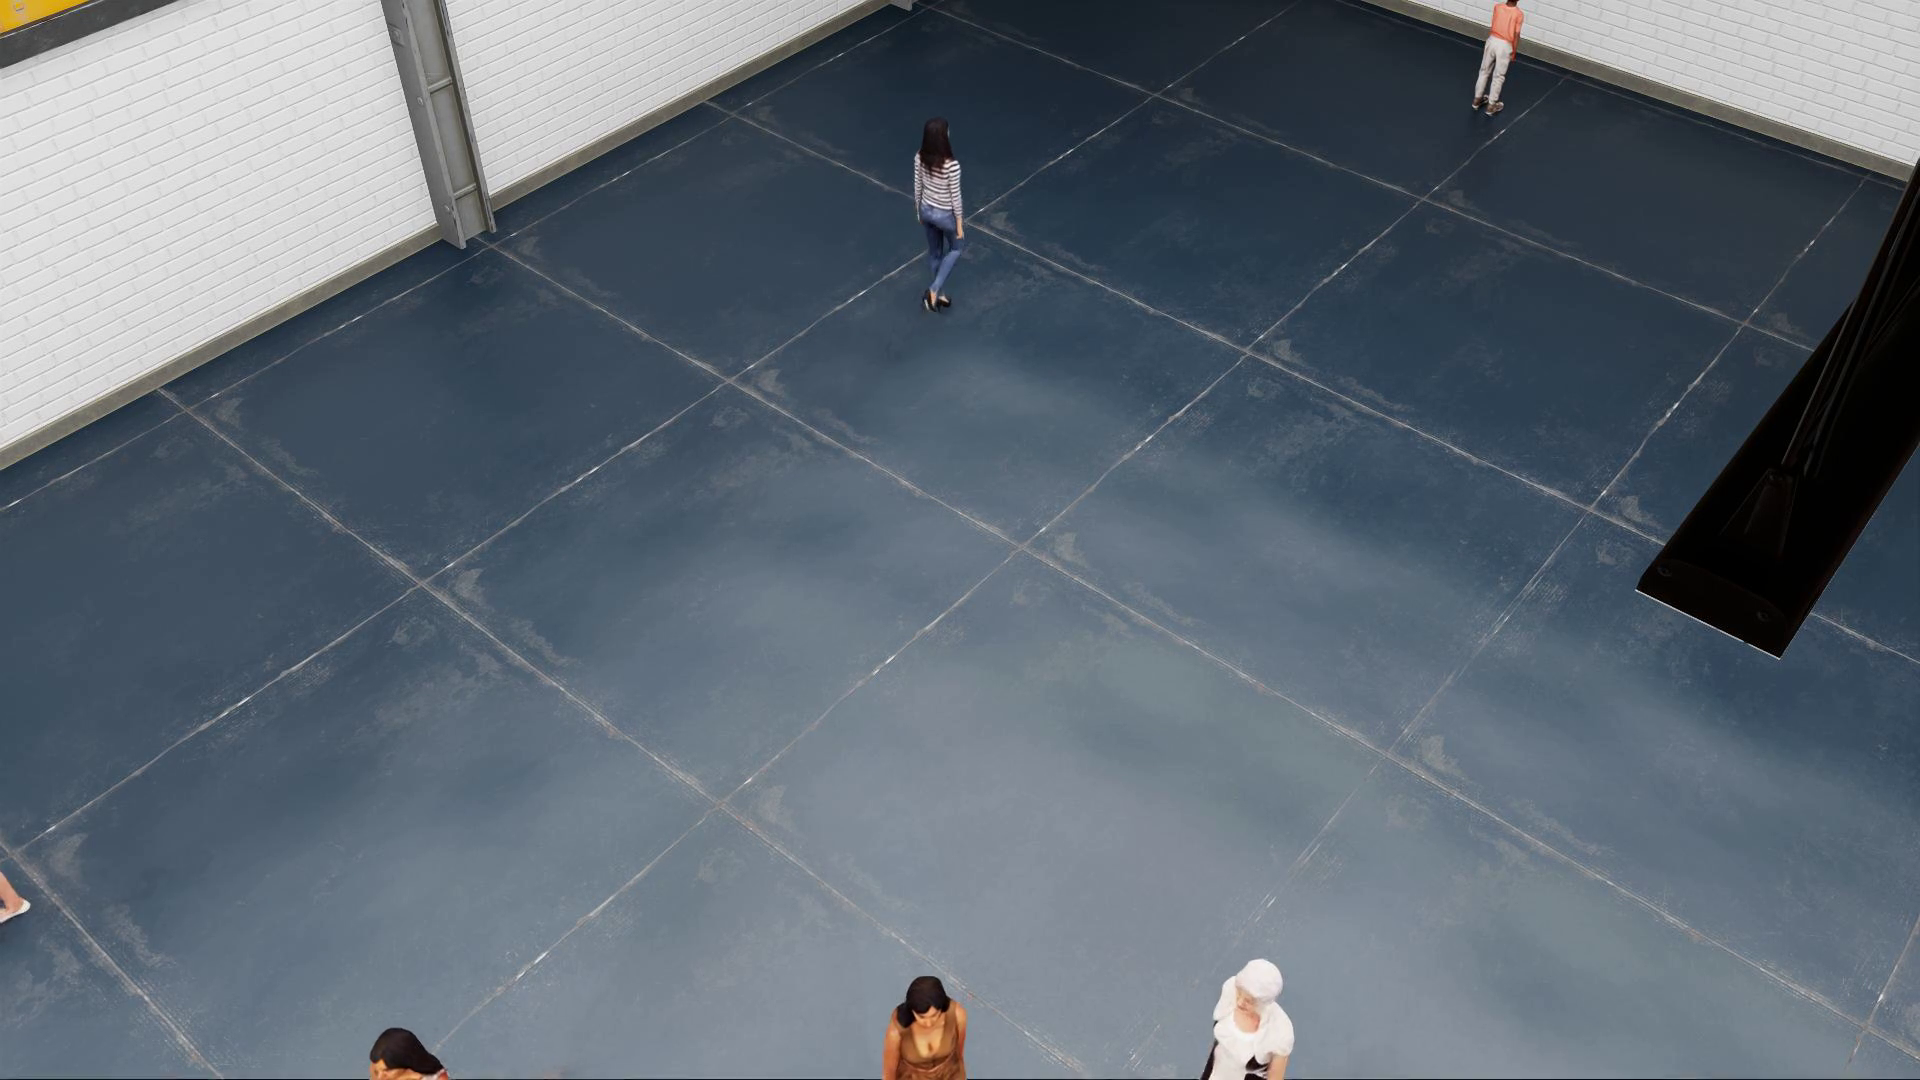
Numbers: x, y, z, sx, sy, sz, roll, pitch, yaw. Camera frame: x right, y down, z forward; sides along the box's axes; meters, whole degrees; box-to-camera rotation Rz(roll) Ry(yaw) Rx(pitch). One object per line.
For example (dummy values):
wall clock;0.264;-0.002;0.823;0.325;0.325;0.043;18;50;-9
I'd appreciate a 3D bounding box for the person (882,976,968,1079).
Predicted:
person;-0.193;2.538;8.149;1.090;1.637;1.056;-10;44;-10

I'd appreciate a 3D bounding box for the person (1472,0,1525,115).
person;5.210;-4.768;16.056;0.485;1.310;0.490;35;53;31

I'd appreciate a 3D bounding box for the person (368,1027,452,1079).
person;-2.474;2.729;7.955;0.792;1.630;0.862;13;45;14

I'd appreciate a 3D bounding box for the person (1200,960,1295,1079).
person;1.457;2.546;8.073;1.047;1.731;0.783;-26;49;-25

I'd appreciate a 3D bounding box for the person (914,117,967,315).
person;-0.209;-2.532;13.363;0.645;1.787;0.720;24;49;23
